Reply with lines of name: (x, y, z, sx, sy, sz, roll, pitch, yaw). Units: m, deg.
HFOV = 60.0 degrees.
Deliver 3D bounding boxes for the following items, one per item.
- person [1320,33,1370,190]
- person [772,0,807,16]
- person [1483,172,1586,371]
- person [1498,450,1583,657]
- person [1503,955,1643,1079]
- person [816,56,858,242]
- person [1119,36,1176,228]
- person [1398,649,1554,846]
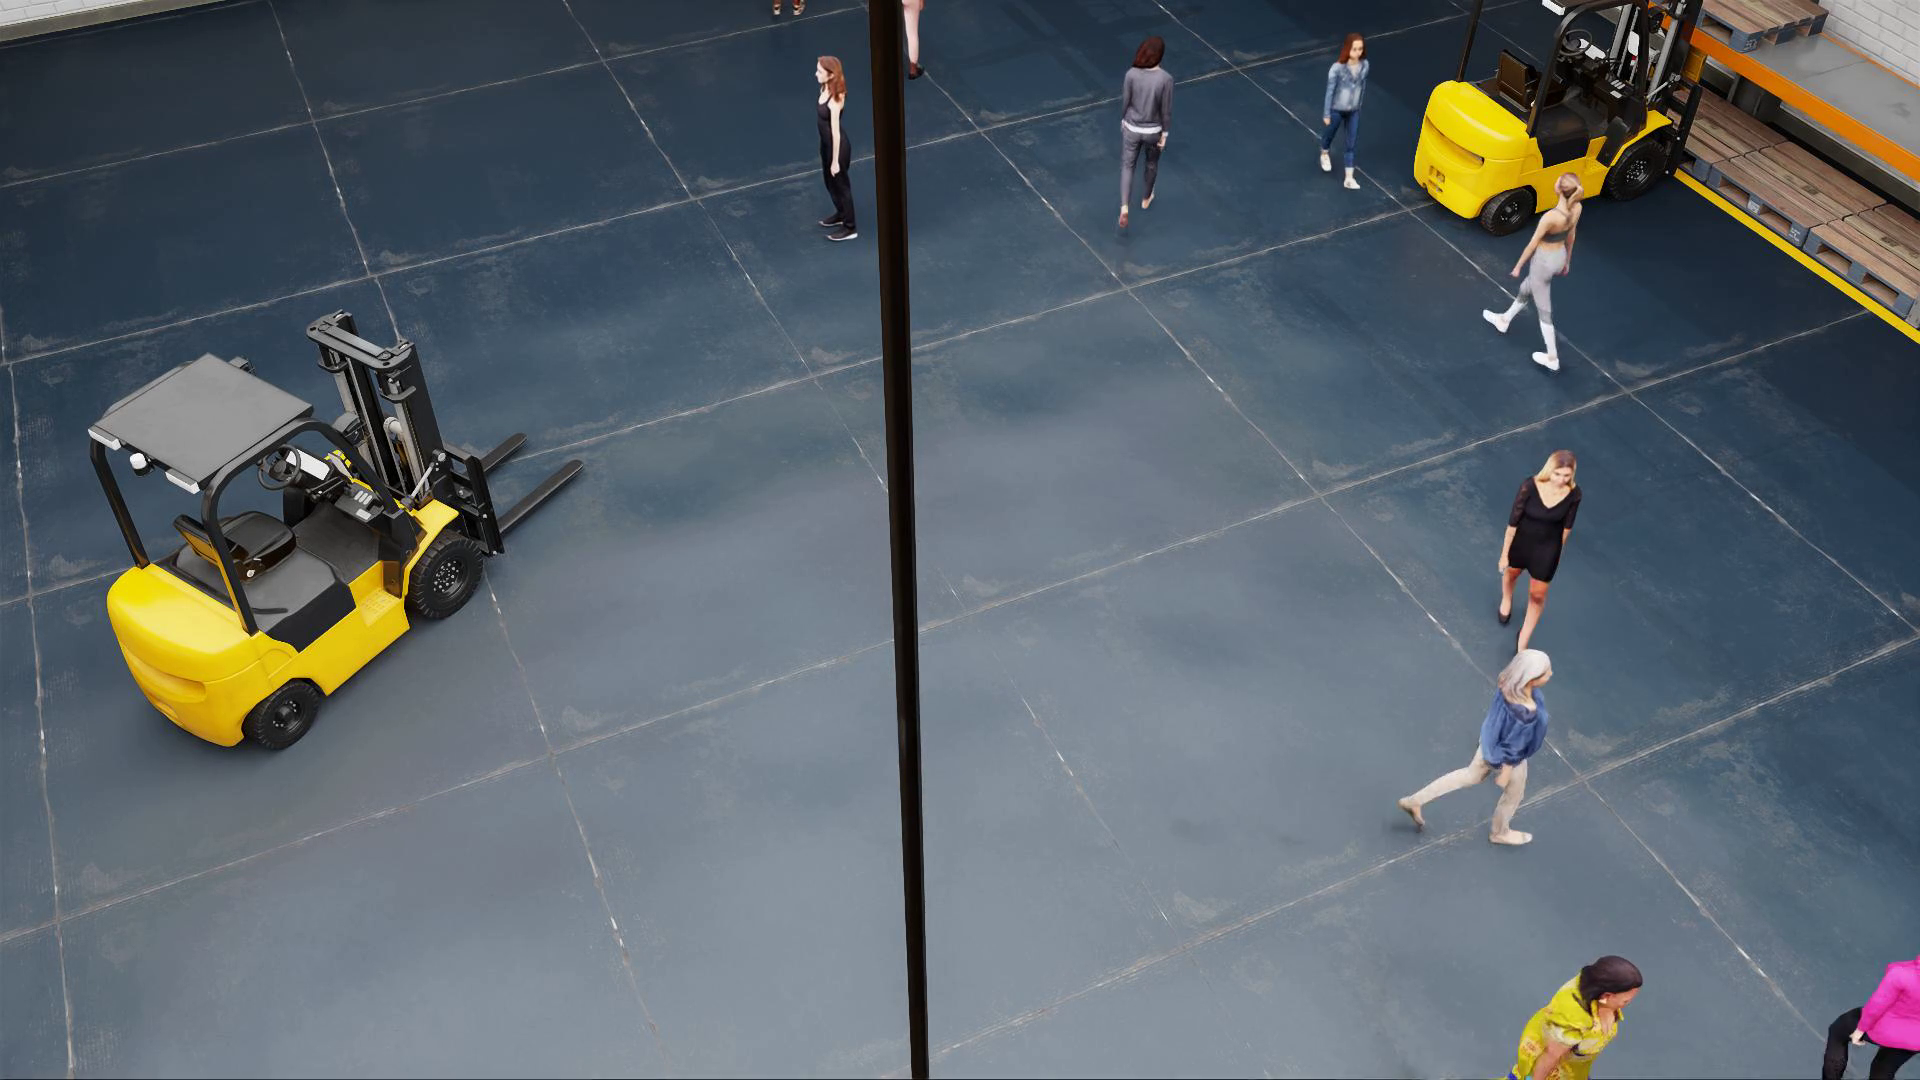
person: (3.540, -4.048, 15.507, 0.719, 1.443, 1.031, -9, 44, -10)
person: (-1.907, -6.547, 17.866, 0.694, 1.807, 0.680, 2, 44, 2)
person: (4.750, -2.126, 13.332, 0.669, 1.659, 1.136, -22, 48, -22)
person: (3.837, -0.020, 11.126, 0.846, 1.652, 0.924, 12, 45, 12)
person: (2.950, 2.569, 8.432, 0.950, 1.631, 1.023, -32, 52, -29)
person: (-1.087, -3.473, 14.684, 0.646, 1.745, 0.457, -14, 45, -15)
person: (1.625, -3.624, 14.842, 0.968, 1.746, 1.090, 9, 44, 9)
person: (3.106, 1.240, 9.797, 1.001, 1.672, 1.103, 1, 44, 1)
